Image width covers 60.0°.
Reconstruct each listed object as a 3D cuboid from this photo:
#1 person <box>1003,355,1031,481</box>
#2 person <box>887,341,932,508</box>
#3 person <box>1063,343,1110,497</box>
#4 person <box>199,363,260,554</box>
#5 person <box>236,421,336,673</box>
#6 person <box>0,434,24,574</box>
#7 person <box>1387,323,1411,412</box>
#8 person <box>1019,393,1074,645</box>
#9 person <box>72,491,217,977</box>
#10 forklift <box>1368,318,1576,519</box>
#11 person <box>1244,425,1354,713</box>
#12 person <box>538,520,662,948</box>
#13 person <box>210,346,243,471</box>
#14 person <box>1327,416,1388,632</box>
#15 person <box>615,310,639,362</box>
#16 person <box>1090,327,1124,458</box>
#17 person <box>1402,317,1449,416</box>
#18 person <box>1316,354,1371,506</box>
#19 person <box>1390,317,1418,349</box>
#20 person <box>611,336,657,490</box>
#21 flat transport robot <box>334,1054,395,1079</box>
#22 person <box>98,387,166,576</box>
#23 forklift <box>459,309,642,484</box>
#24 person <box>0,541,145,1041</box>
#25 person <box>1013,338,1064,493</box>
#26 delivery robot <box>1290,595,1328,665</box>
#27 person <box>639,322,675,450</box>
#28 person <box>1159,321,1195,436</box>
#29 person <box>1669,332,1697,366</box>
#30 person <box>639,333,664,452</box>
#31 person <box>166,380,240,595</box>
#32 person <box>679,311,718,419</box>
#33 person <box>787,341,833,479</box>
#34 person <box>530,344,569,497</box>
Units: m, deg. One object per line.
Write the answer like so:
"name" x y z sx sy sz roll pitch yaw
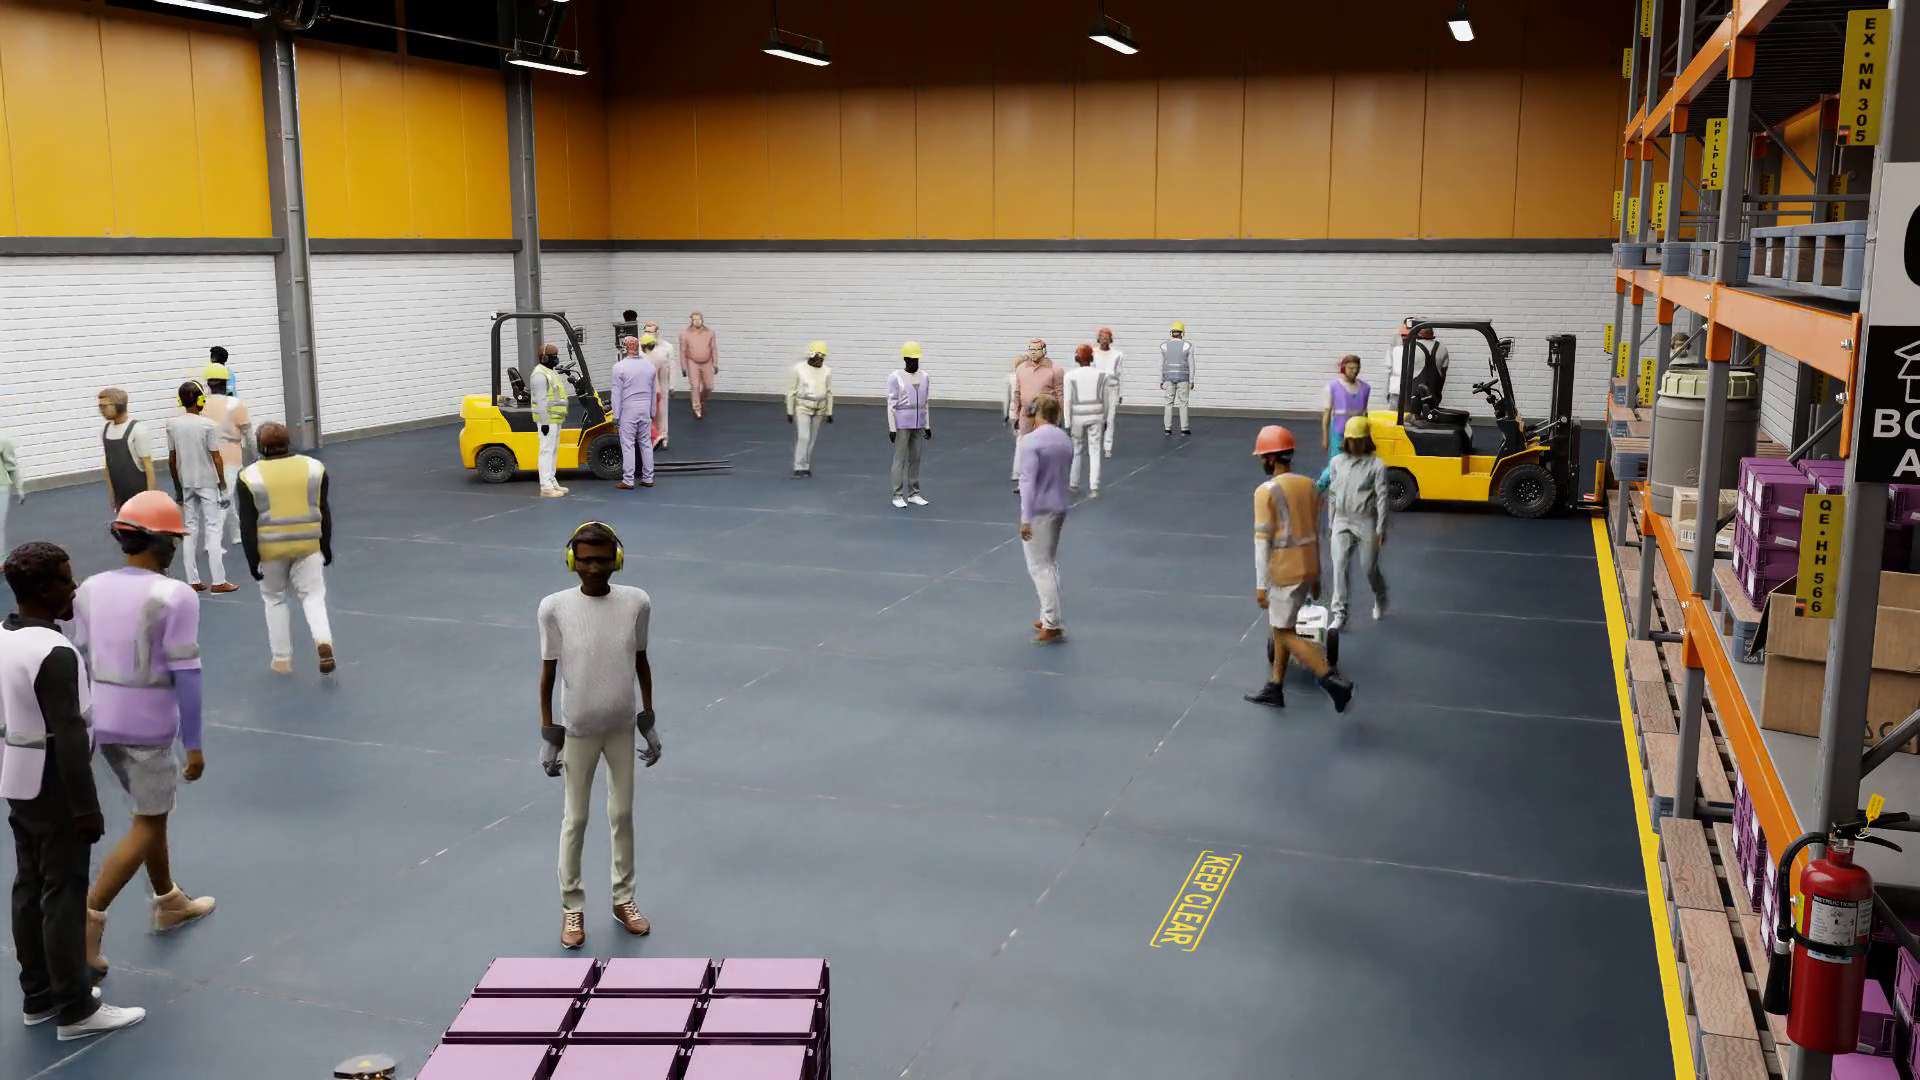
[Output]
"person" 0.880 -1.591 21.563 0.548 1.607 0.741 7 13 36
"person" -0.569 -1.342 19.298 0.594 1.924 0.383 -8 13 -39
"person" 1.528 -1.454 20.155 0.583 1.870 0.672 0 10 -2
"person" -7.328 -0.814 16.507 0.582 1.870 1.037 1 10 8
"person" -4.689 0.078 11.628 0.632 1.819 0.716 -7 12 -34
"person" -8.829 -0.423 15.091 0.517 1.575 0.878 -2 10 -11
"person" 6.370 -2.151 23.866 0.562 1.921 0.442 9 13 41
"person" 0.685 -0.169 12.814 0.473 1.898 0.767 6 12 31
"person" -3.545 0.813 7.008 0.628 2.001 0.898 4 11 22
"forklift" 5.787 -1.437 19.079 2.313 2.155 1.214 3 11 19
"person" 2.189 0.221 10.654 0.556 1.890 0.830 -8 13 -40
"person" -1.563 0.831 7.238 0.532 1.864 0.312 -5 11 -26
"person" -9.846 -1.755 22.295 0.321 1.690 0.536 -9 14 -42
"person" 3.150 -0.144 13.141 0.501 1.713 0.776 7 12 34
"person" -5.566 -2.902 28.035 0.396 1.950 0.610 4 11 20
"person" 2.060 -2.136 23.972 0.582 1.864 0.781 0 10 -2
"person" 6.424 -2.099 23.239 0.679 2.000 0.537 -2 10 -13
"person" 4.319 -1.189 18.740 0.569 1.826 0.719 -3 11 -18
"person" 7.452 -2.780 27.635 0.621 1.845 0.429 10 14 44
"person" -4.078 -1.582 20.739 0.401 1.903 0.644 9 14 42
"flat transport robot" -1.957 2.011 5.075 0.652 0.197 1.431 2 10 12
"person" -7.105 -0.398 14.261 0.528 1.836 0.376 5 11 24
"forklift" -5.354 -1.902 21.697 2.313 2.155 1.214 -2 10 -13
"person" -3.498 0.957 6.374 0.589 1.920 0.398 8 13 39
"person" 0.937 -1.505 20.275 0.653 1.906 0.408 4 11 23
"delivery robot" 2.427 0.632 11.779 0.477 0.478 0.707 2 10 13
"person" -4.538 -2.267 24.573 0.652 1.904 0.403 -1 10 -6
"person" 3.460 -2.570 26.486 0.586 1.831 0.403 4 11 20
"person" 9.093 -1.672 21.127 0.635 1.936 0.353 3 10 15
"person" -4.515 -2.136 24.268 0.483 1.753 0.534 8 13 36
"person" -6.589 -0.451 14.438 0.512 1.873 0.328 1 10 8
"person" -4.575 -3.069 29.121 0.670 1.889 0.532 -4 11 -23
"person" -1.938 -1.685 21.611 0.626 1.795 0.489 -8 13 -39
"person" -4.952 -1.446 20.125 0.429 1.842 0.636 0 10 -1
